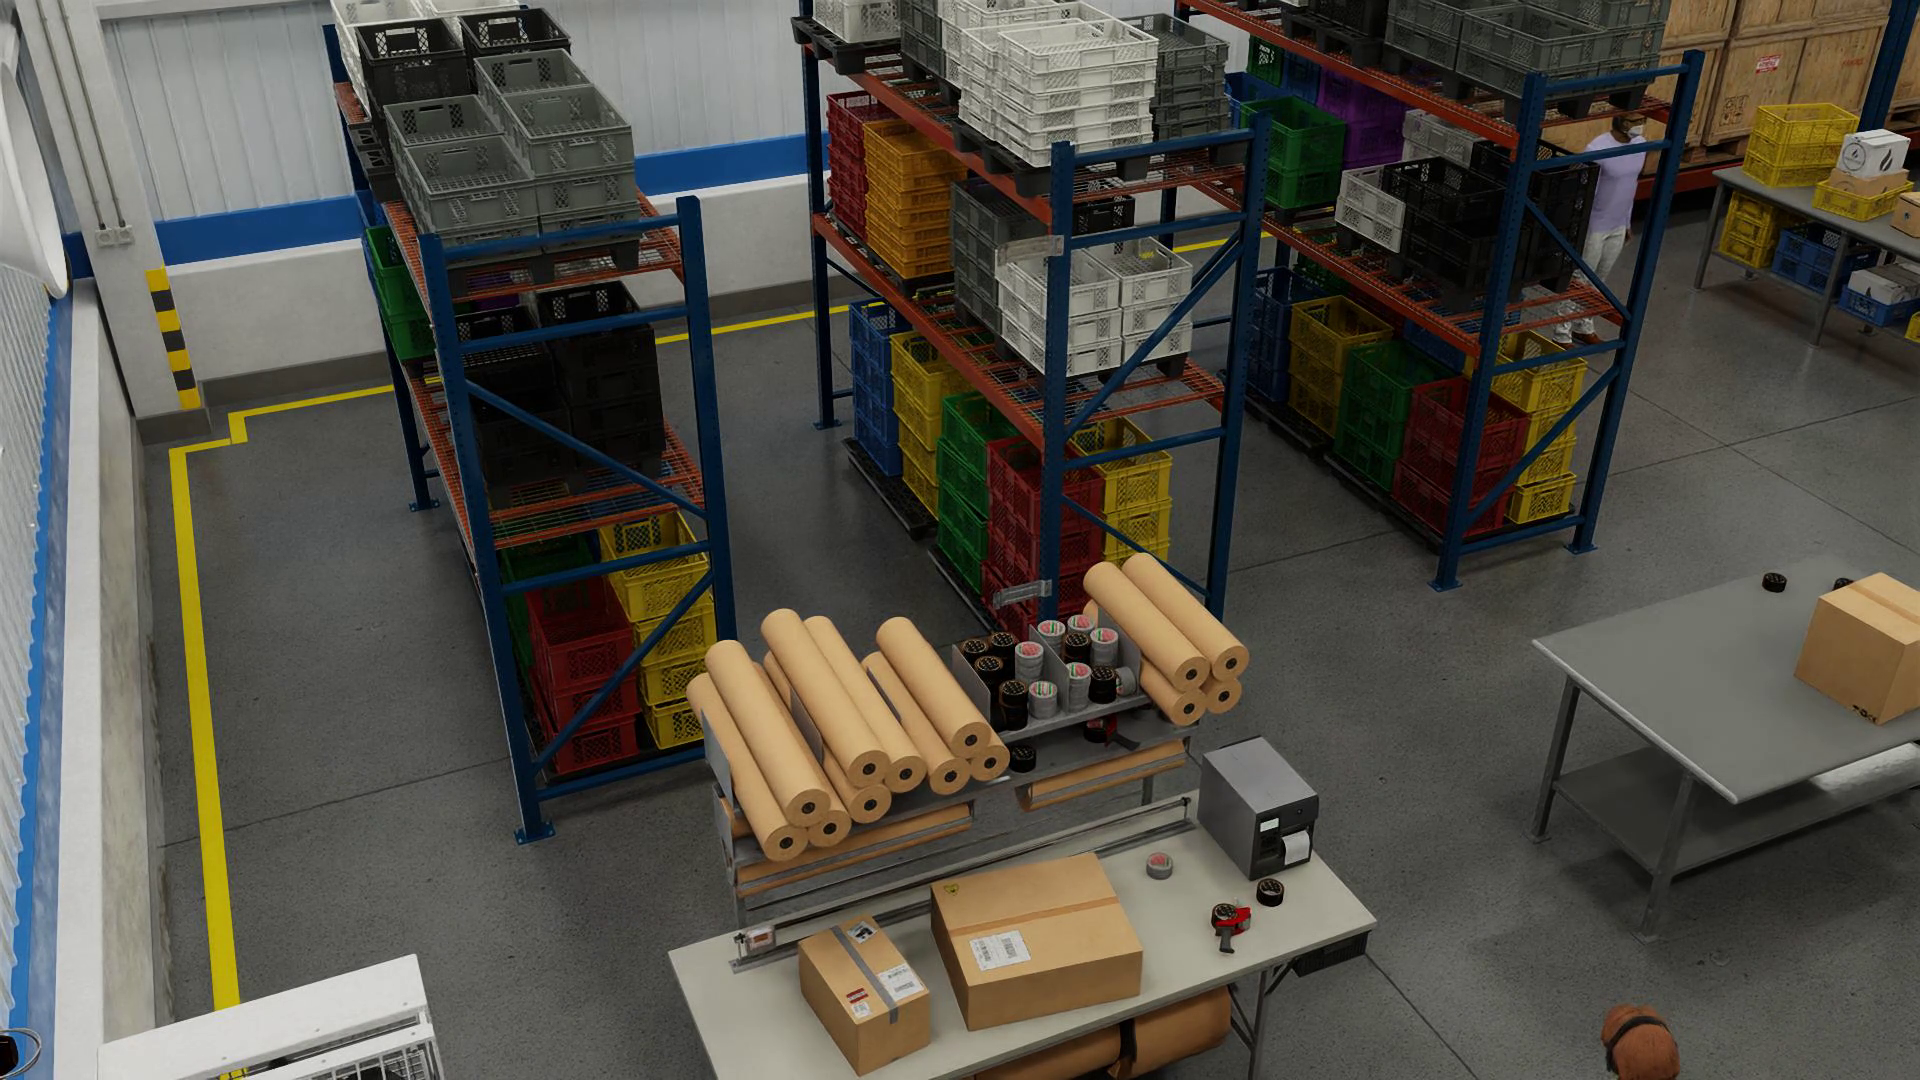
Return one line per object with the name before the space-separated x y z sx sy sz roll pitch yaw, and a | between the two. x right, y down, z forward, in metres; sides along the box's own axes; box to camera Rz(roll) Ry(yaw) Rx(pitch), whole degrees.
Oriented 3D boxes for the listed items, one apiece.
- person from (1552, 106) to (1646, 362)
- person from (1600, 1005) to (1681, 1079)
person | 4.644 -2.255 12.029 0.629 1.940 0.373 -20 37 -29
person | 2.007 2.107 5.225 0.512 1.640 0.310 0 32 0
